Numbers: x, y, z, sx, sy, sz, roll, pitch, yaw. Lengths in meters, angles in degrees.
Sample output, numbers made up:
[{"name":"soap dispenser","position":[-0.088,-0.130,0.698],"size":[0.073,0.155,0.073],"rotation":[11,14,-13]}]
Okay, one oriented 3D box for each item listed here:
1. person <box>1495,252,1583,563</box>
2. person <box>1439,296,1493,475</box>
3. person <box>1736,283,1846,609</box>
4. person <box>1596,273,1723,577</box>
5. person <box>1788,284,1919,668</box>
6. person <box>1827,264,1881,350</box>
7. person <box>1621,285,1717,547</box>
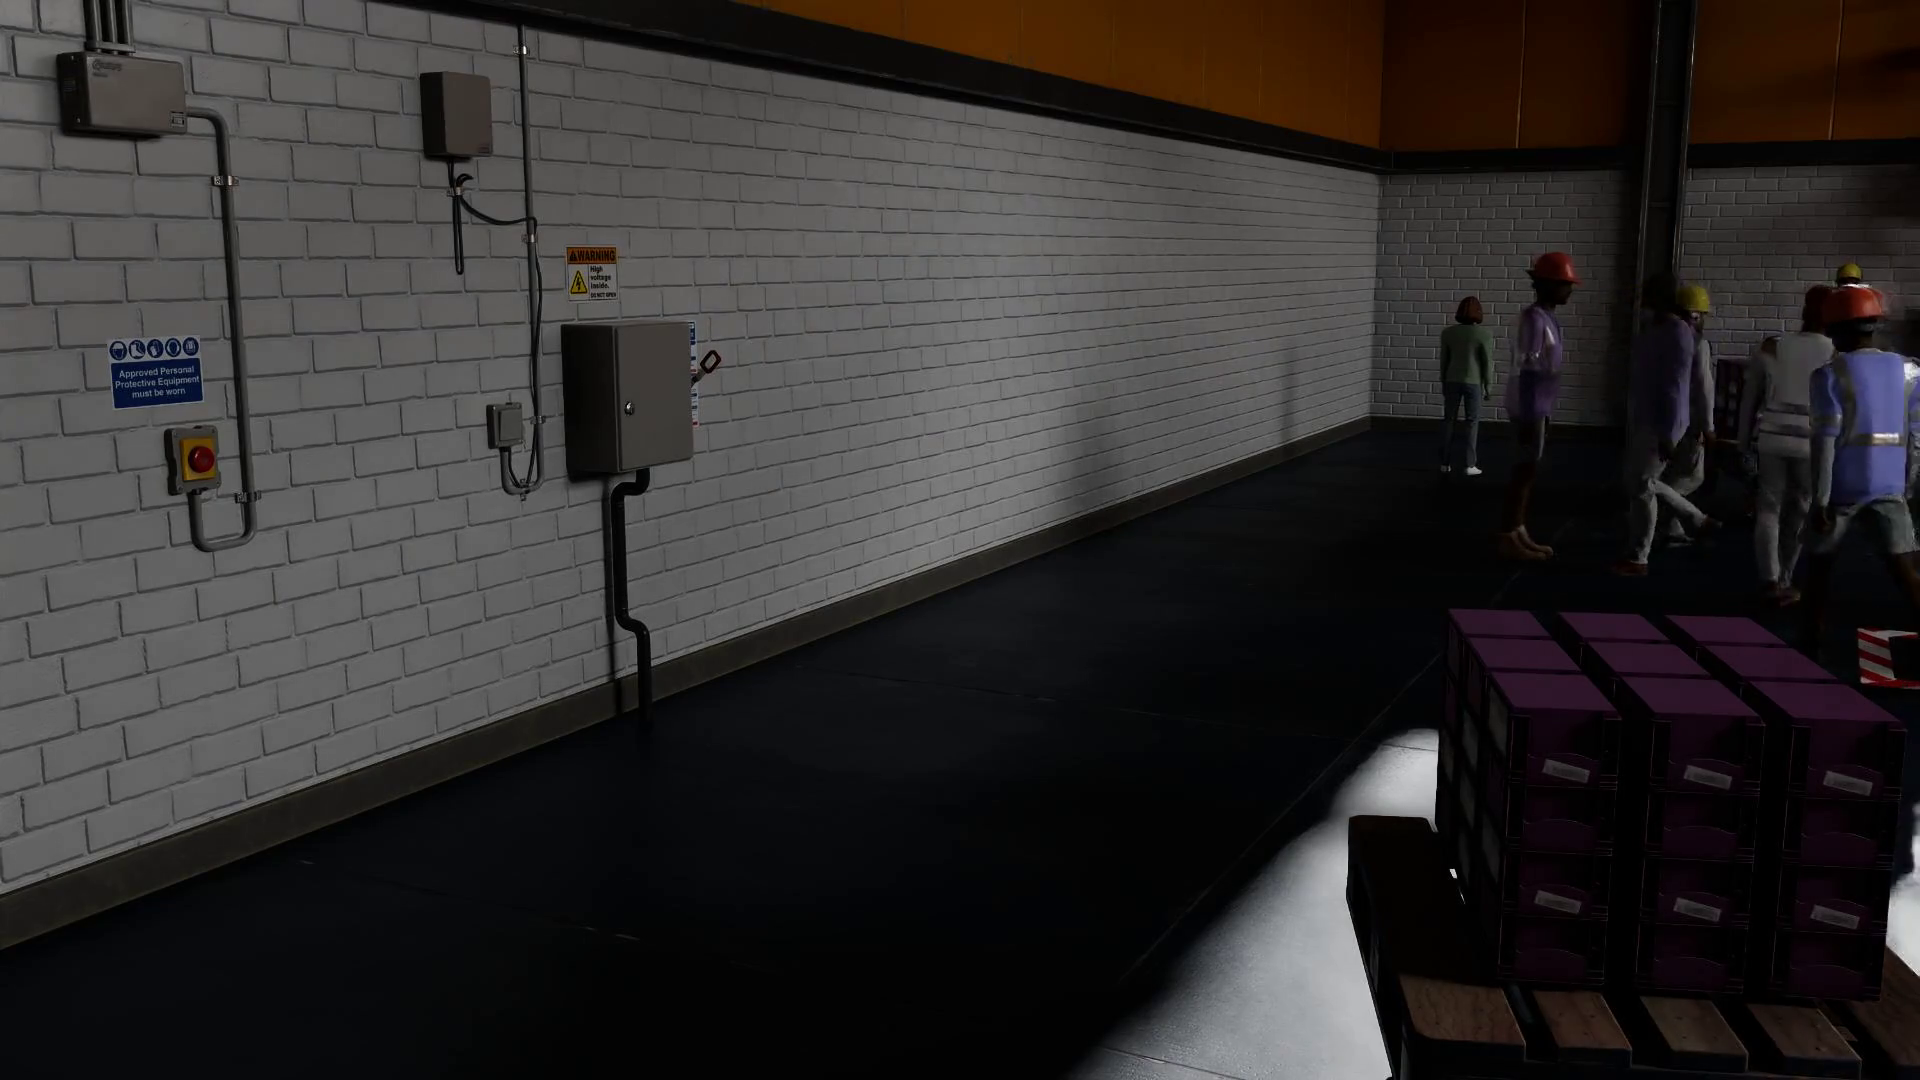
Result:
[{"name":"person","position":[3.792,-0.851,10.871],"size":[0.446,2.029,0.605],"rotation":[5,11,25]},{"name":"person","position":[4.623,-1.408,15.223],"size":[0.502,1.627,0.288],"rotation":[8,13,39]},{"name":"person","position":[4.739,-0.523,9.423],"size":[0.632,1.857,0.541],"rotation":[7,12,34]},{"name":"person","position":[4.395,-0.698,10.325],"size":[0.680,1.907,0.637],"rotation":[1,10,6]},{"name":"person","position":[4.287,-0.239,7.771],"size":[0.580,1.891,0.928],"rotation":[-1,10,-6]},{"name":"person","position":[8.489,-1.688,16.008],"size":[0.585,1.917,0.382],"rotation":[3,10,16]},{"name":"person","position":[4.804,-0.813,11.253],"size":[0.632,1.811,0.622],"rotation":[-2,10,-11]}]
